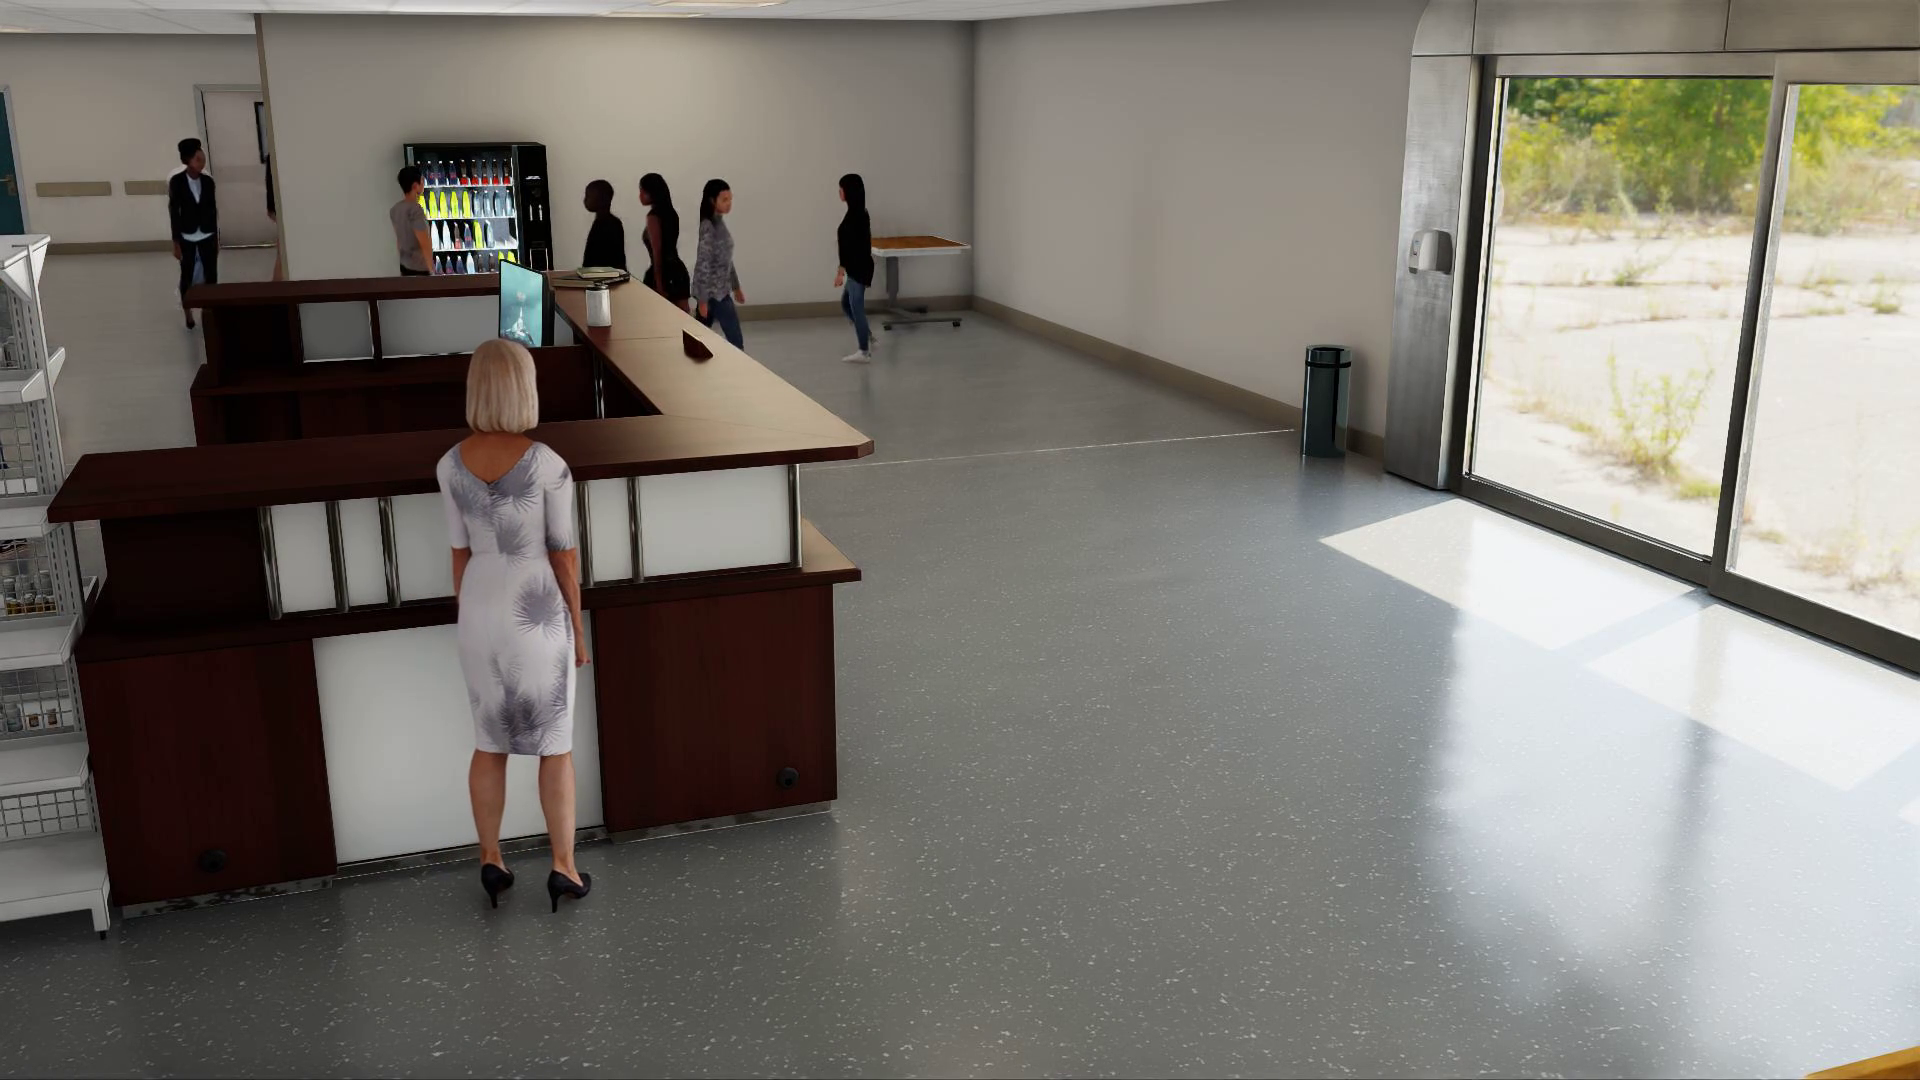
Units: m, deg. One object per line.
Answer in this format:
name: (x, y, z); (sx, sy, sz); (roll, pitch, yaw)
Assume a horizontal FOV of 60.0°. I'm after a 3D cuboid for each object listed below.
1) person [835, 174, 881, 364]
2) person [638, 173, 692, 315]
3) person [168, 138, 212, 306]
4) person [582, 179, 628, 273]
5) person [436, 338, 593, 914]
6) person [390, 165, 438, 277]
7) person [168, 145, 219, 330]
person: (-0.822, -2.347, 14.467); (0.697, 1.633, 0.663); (1, 16, 5)
person: (-2.230, -1.989, 13.043); (0.895, 1.717, 0.856); (6, 17, 20)
person: (-8.199, -3.336, 17.712); (1.145, 1.775, 1.072); (2, 16, 9)
person: (-2.466, -1.673, 11.866); (0.789, 1.748, 0.796); (3, 16, 11)
person: (-1.330, 0.269, 4.982); (0.589, 1.745, 0.699); (2, 16, 7)
person: (-4.725, -2.322, 14.235); (0.810, 1.711, 0.731); (-13, 20, -38)
person: (-7.226, -2.766, 15.670); (1.161, 1.786, 0.899); (-11, 19, -33)
